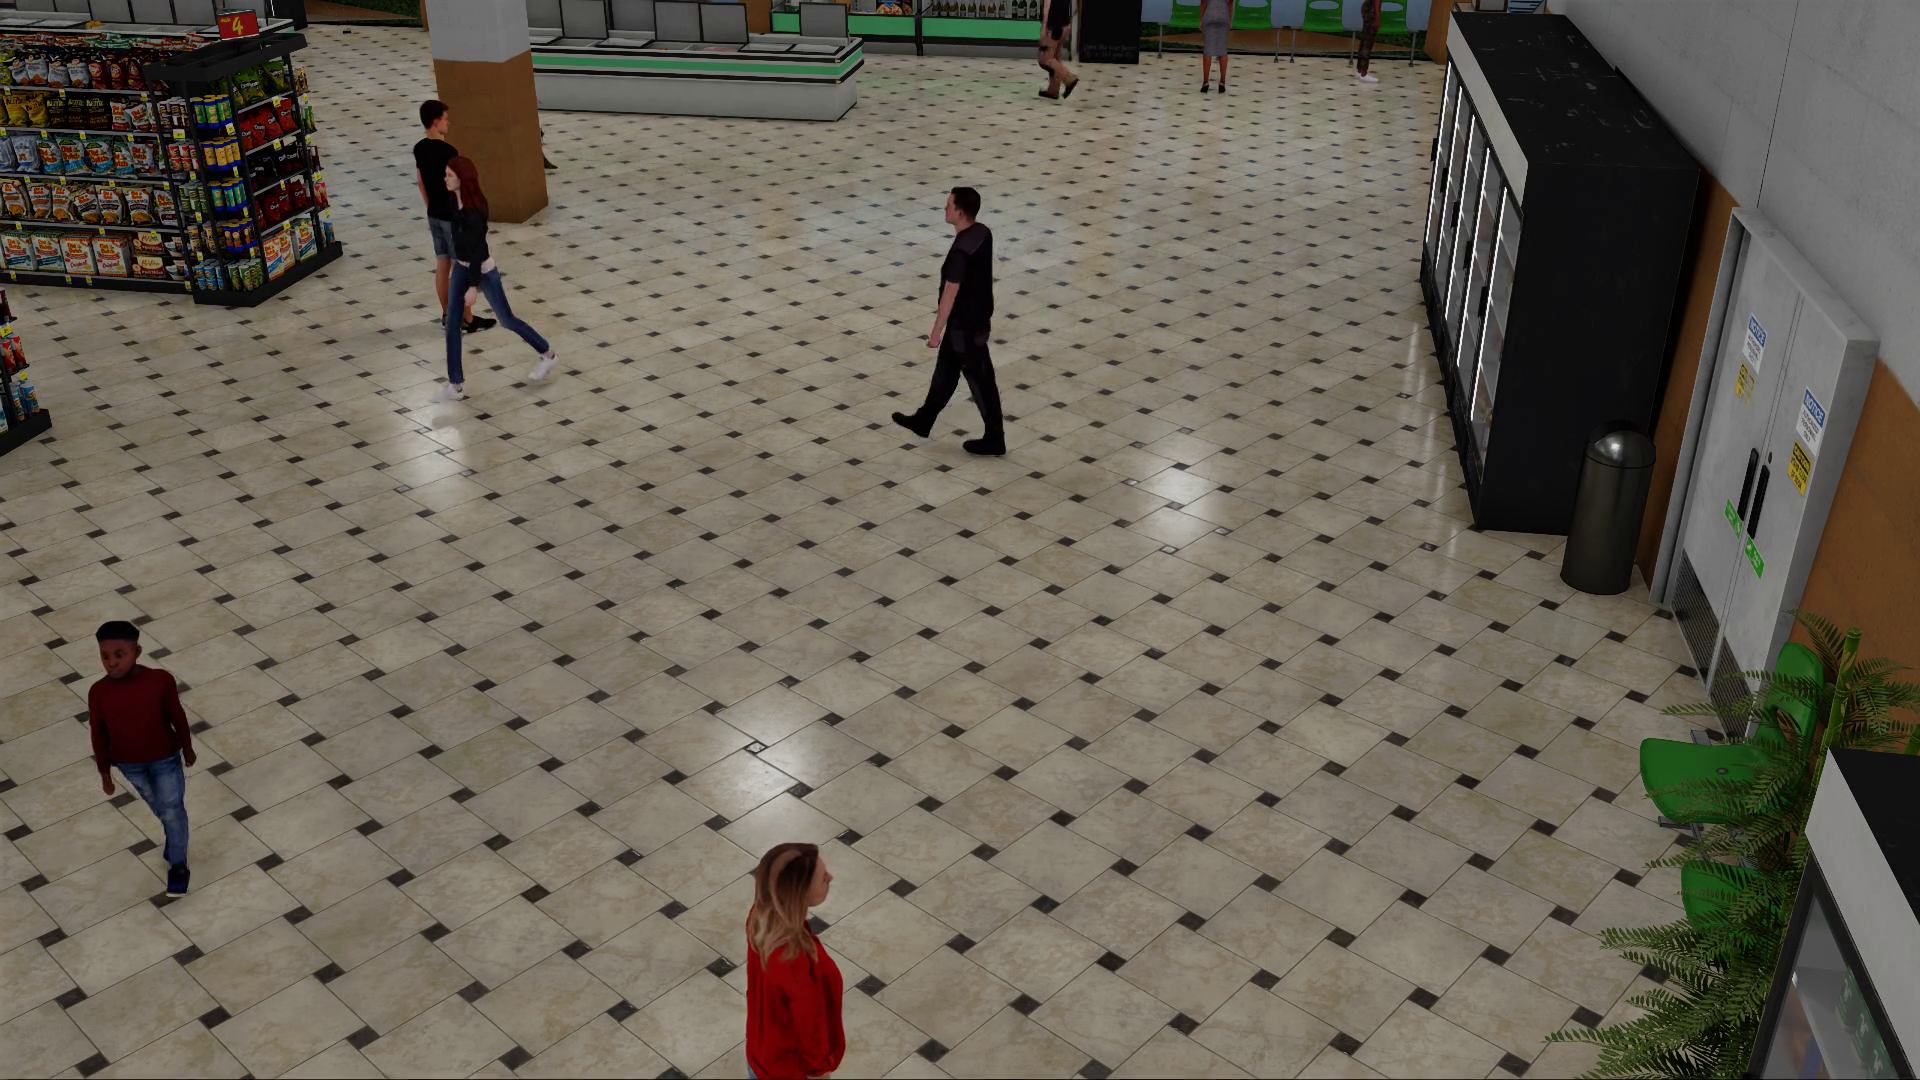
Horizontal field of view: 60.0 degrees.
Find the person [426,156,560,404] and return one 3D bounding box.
[{"bbox_3d":[-3.378,-1.858,11.987,1.141,1.732,1.237,-24,36,-39],"label":"person"}]

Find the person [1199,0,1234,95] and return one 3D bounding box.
[{"bbox_3d":[3.298,-6.667,21.414,0.495,1.781,0.659,2,27,3],"label":"person"}]

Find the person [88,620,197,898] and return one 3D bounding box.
[{"bbox_3d":[-3.482,0.878,7.145,0.843,1.231,0.769,-6,28,-12],"label":"person"}]

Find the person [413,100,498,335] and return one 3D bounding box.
[{"bbox_3d":[-4.098,-2.573,13.270,0.658,1.846,0.802,18,32,31],"label":"person"}]

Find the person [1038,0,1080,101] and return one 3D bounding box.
[{"bbox_3d":[1.271,-6.435,20.906,1.002,1.827,0.874,15,31,27],"label":"person"}]

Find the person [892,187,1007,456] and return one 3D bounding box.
[{"bbox_3d":[0.139,-1.410,11.009,1.047,1.817,0.752,5,27,10],"label":"person"}]

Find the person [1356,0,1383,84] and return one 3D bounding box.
[{"bbox_3d":[5.474,-6.981,22.124,0.560,1.700,0.594,2,27,3],"label":"person"}]

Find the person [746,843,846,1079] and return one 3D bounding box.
[{"bbox_3d":[-0.516,1.640,5.120,0.714,1.703,0.688,-13,30,-24],"label":"person"}]
